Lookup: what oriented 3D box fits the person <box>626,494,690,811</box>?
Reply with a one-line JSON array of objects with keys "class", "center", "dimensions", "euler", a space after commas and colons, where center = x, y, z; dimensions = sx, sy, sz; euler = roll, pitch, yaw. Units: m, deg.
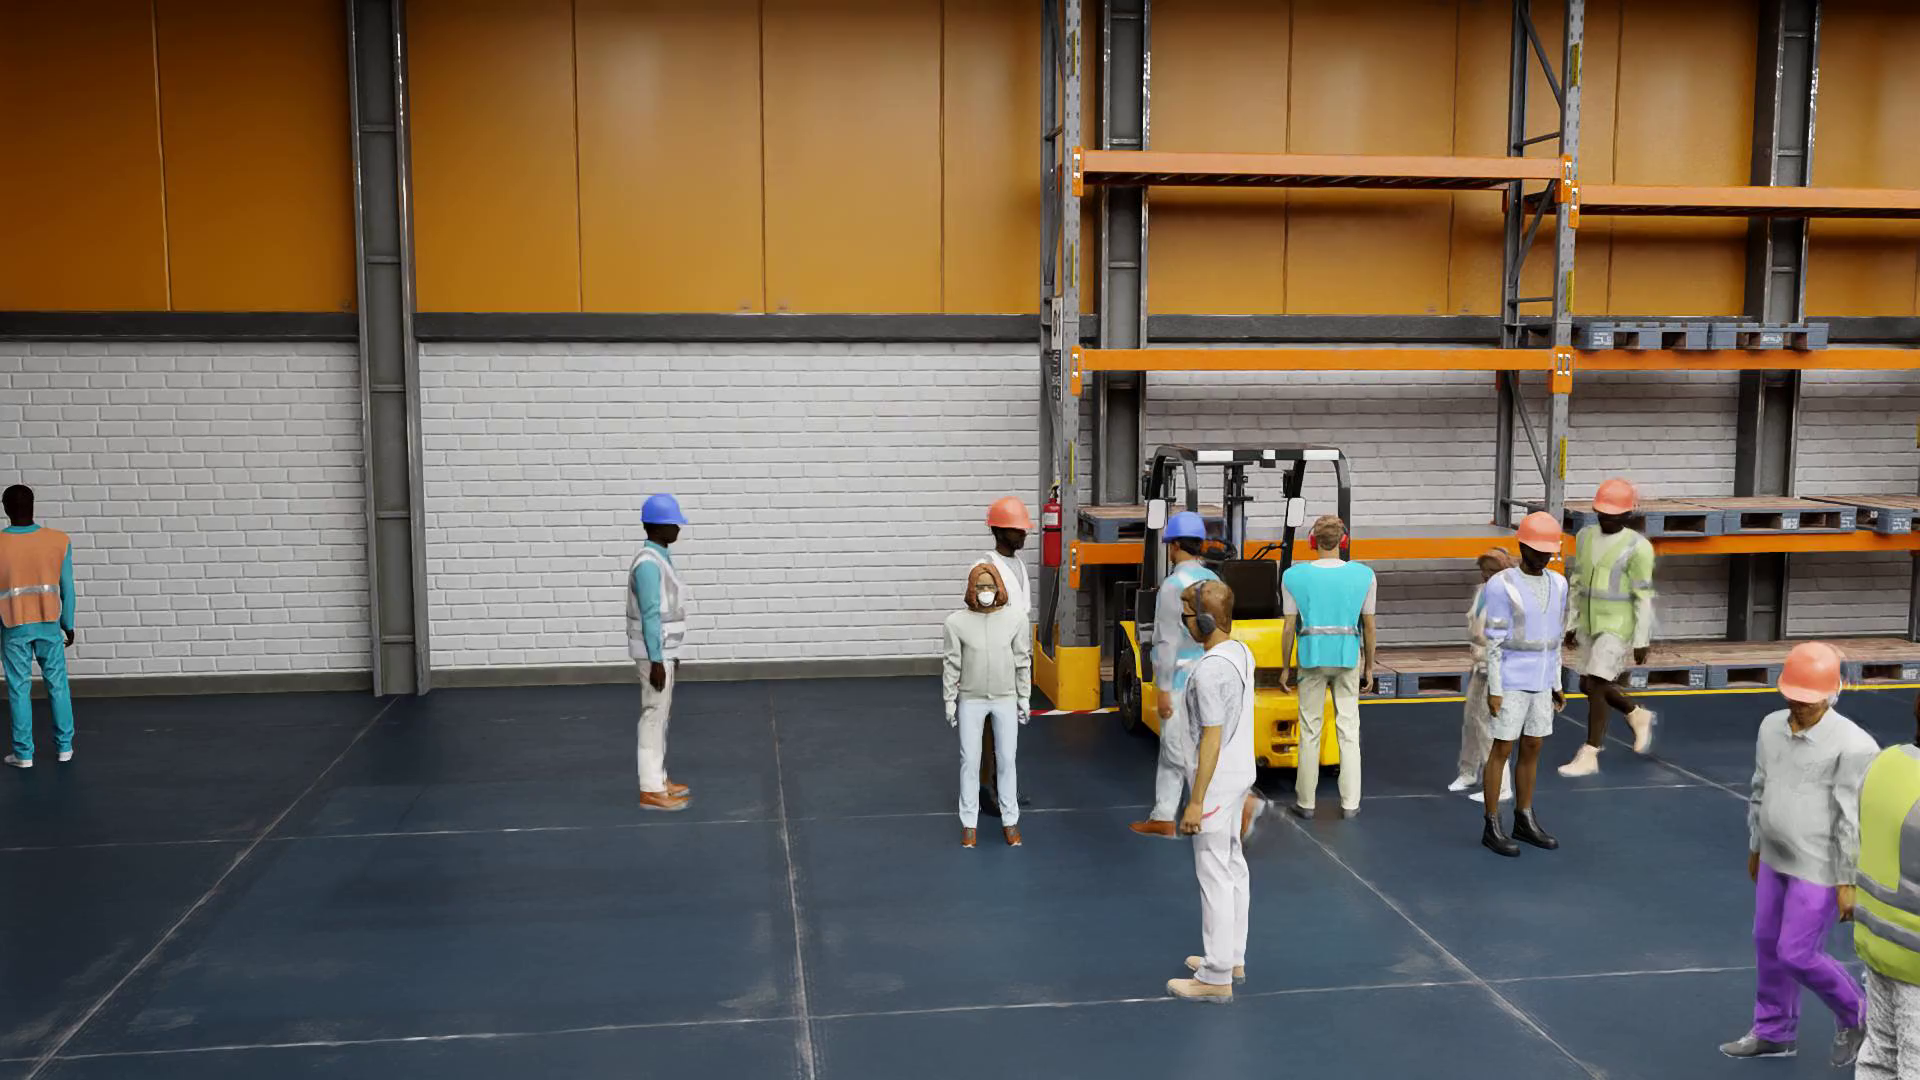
[{"class": "person", "center": [-1.860, 0.683, 10.284], "dimensions": [0.401, 1.941, 0.629], "euler": [-1, 7, -5]}]

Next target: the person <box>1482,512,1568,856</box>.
[{"class": "person", "center": [3.193, 0.797, 9.333], "dimensions": [0.547, 1.928, 0.385], "euler": [-3, 7, -24]}]

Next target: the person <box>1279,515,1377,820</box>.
[{"class": "person", "center": [2.198, 0.770, 9.956], "dimensions": [0.563, 1.838, 0.389], "euler": [1, 7, 6]}]

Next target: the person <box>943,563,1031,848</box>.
[{"class": "person", "center": [0.153, 0.933, 9.454], "dimensions": [0.504, 1.627, 0.290], "euler": [-1, 7, -6]}]

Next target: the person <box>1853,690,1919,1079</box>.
[{"class": "person", "center": [3.027, 1.322, 5.175], "dimensions": [0.430, 1.836, 0.619], "euler": [0, 7, 4]}]

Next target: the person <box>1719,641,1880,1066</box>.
[{"class": "person", "center": [3.285, 1.227, 6.445], "dimensions": [0.446, 1.720, 0.607], "euler": [-1, 7, -13]}]

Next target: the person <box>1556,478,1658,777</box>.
[{"class": "person", "center": [4.360, 0.569, 11.052], "dimensions": [0.799, 2.001, 0.630], "euler": [-2, 7, -21]}]

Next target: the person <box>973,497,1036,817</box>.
[{"class": "person", "center": [0.265, 0.705, 10.134], "dimensions": [0.438, 1.936, 0.557], "euler": [4, 7, 29]}]

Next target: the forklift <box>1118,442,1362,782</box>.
[{"class": "forklift", "center": [1.912, 0.418, 11.496], "dimensions": [1.214, 2.155, 2.313], "euler": [-1, 7, -8]}]

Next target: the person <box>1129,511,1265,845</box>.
[{"class": "person", "center": [1.366, 0.800, 9.437], "dimensions": [0.795, 1.915, 0.615], "euler": [4, 8, 32]}]

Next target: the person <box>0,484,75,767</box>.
[{"class": "person", "center": [-6.309, 0.582, 11.273], "dimensions": [0.588, 1.915, 0.398], "euler": [-6, 9, -41]}]

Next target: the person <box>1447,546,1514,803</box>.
[{"class": "person", "center": [3.325, 0.835, 10.398], "dimensions": [0.328, 1.622, 0.565], "euler": [-1, 7, -8]}]

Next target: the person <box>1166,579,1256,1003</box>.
[{"class": "person", "center": [1.101, 1.081, 7.234], "dimensions": [0.345, 1.840, 0.504], "euler": [3, 7, 26]}]
